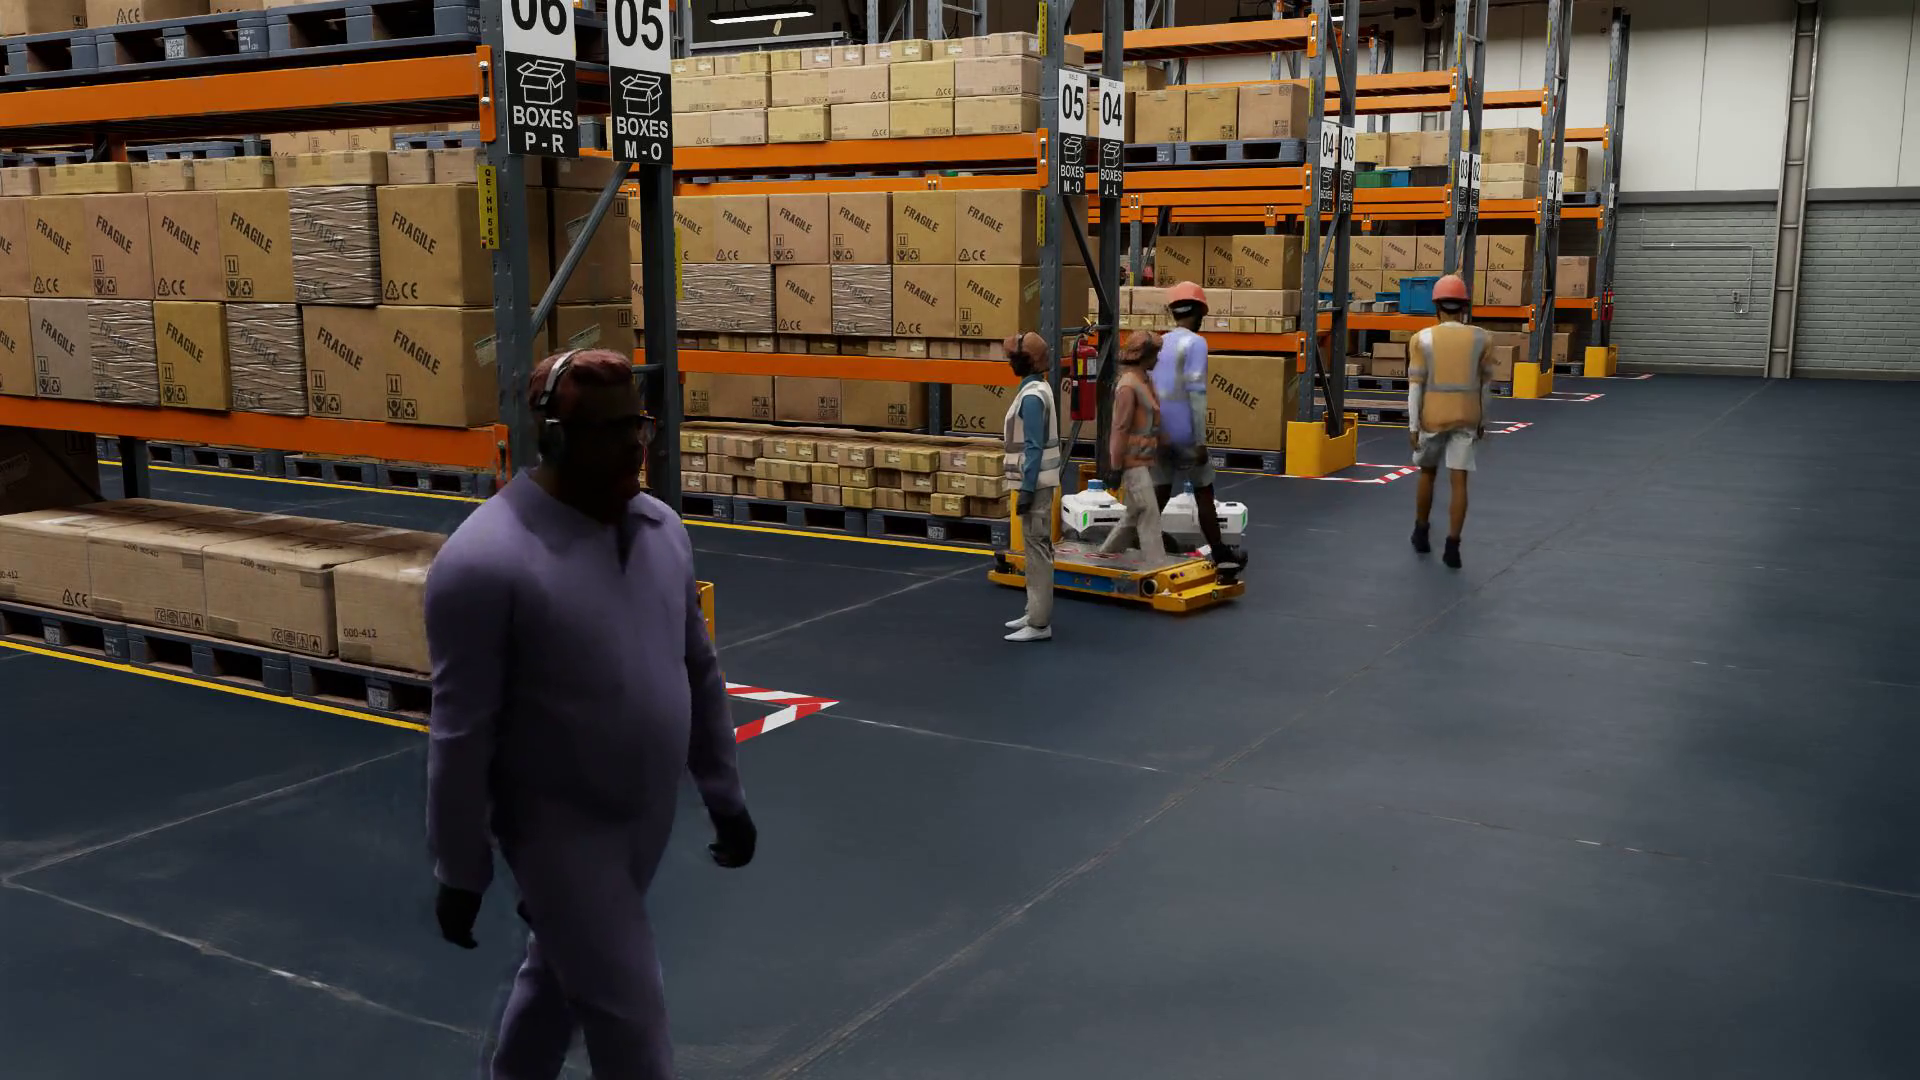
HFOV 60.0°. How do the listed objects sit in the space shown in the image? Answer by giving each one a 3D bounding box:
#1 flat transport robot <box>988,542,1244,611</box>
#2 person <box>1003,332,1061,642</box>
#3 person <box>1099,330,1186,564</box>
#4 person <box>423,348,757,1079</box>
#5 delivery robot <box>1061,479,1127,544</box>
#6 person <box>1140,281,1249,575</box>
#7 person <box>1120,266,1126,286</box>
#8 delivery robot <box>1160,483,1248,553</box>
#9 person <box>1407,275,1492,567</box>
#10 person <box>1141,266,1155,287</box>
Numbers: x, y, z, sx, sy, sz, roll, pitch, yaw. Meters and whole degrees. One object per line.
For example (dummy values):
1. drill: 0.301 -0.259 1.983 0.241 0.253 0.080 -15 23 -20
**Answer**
1. flat transport robot: 0.924 0.196 10.012 1.431 0.197 0.652 8 13 39
2. person: 0.377 -0.279 8.798 0.312 1.638 0.512 1 10 5
3. person: 1.063 -0.453 9.914 0.646 1.602 0.508 3 10 16
4. person: -0.694 0.548 3.317 0.988 1.851 0.669 5 11 28
5. delivery robot: 0.890 -0.157 10.971 0.477 0.478 0.707 -1 10 -9
6. person: 1.414 -0.649 10.285 0.953 1.865 0.607 -6 11 -30
7. person: 2.432 -3.257 25.550 0.329 1.872 0.507 6 11 30
8. delivery robot: 1.502 -0.127 10.798 0.707 0.478 0.477 0 10 2
9. person: 3.262 -0.810 11.166 0.555 1.895 0.945 2 10 10
10. person: 2.760 -3.276 25.635 0.988 1.876 0.560 3 10 15
